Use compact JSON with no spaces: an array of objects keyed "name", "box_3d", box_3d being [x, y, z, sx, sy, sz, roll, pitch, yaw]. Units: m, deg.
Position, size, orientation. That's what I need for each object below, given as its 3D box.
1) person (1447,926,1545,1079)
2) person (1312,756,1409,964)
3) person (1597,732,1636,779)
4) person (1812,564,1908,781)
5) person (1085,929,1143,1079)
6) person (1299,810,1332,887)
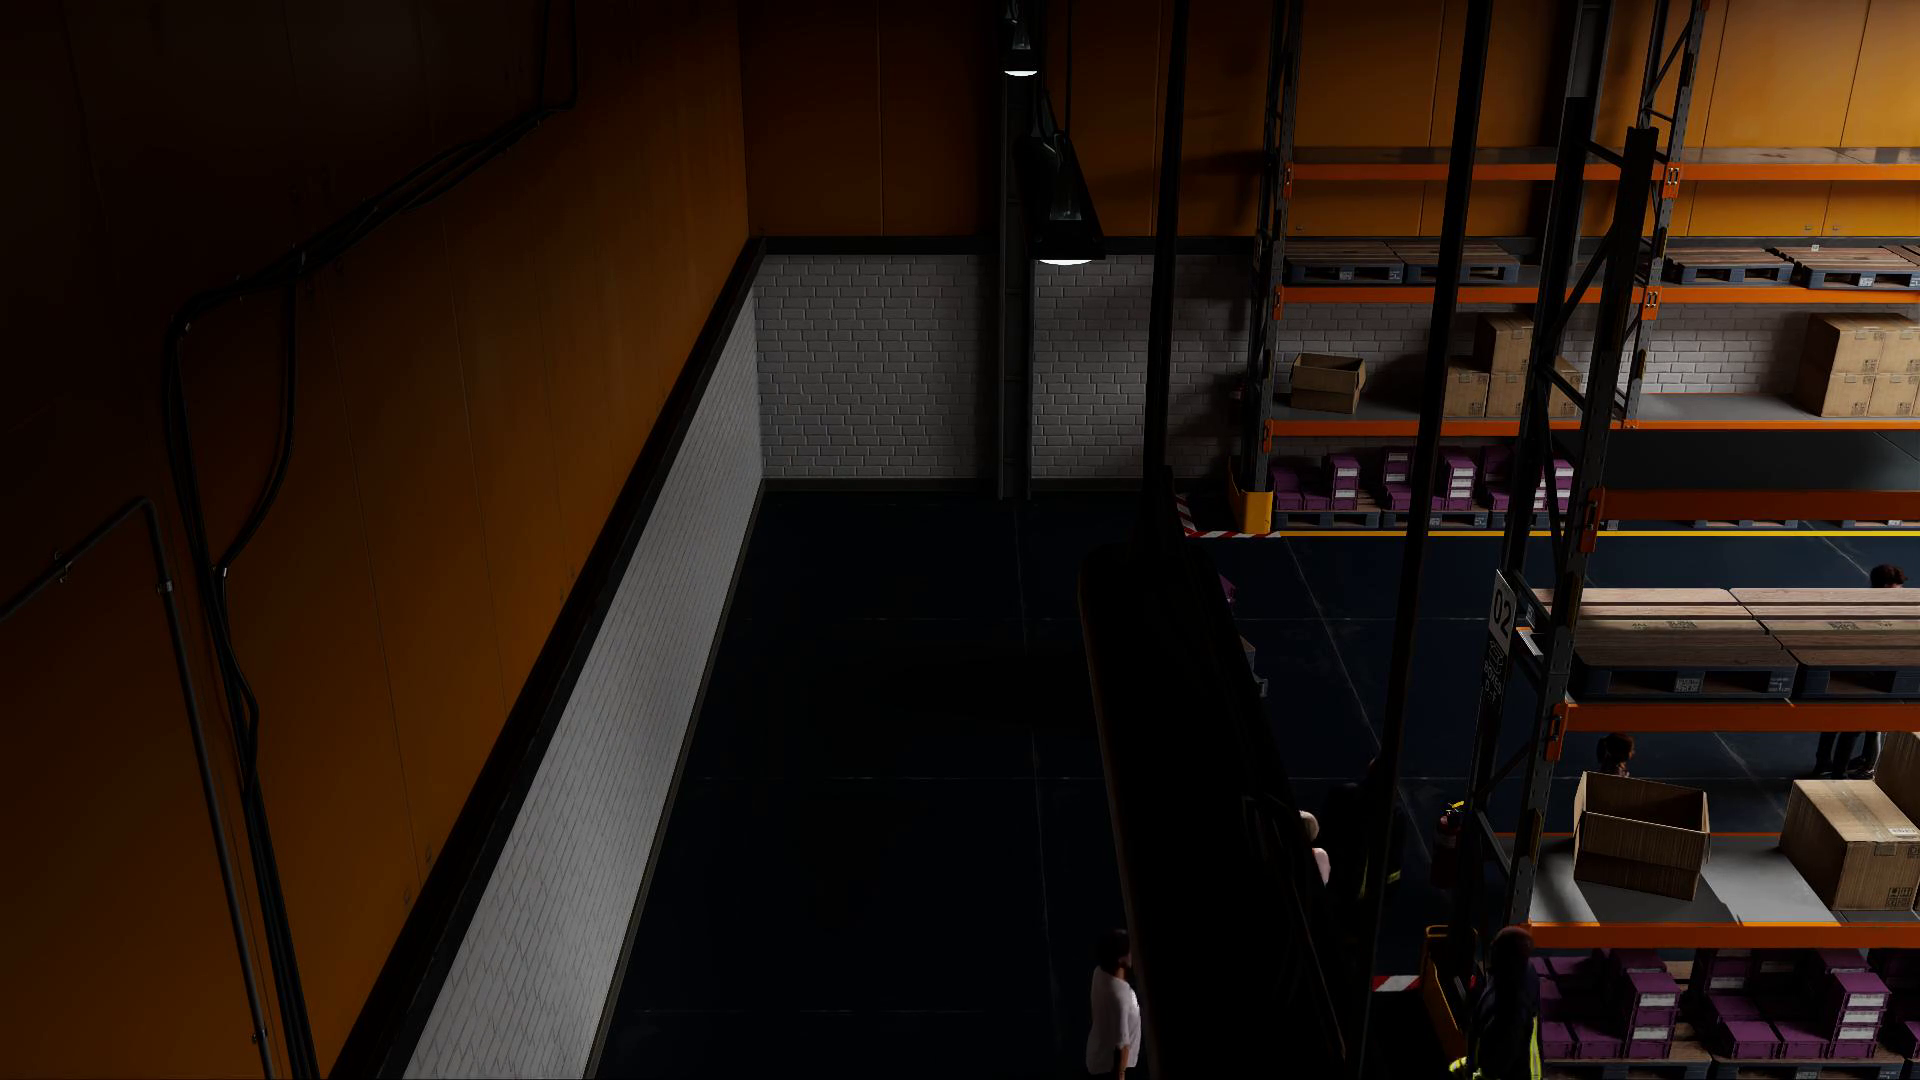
[{"name":"person","box_3d":[3.157,2.994,9.397,1.236,1.784,1.006,8,25,18]},{"name":"person","box_3d":[2.602,2.244,11.068,1.198,1.820,1.167,10,26,22]},{"name":"person","box_3d":[4.790,1.990,12.293,0.566,1.305,0.576,5,24,12]},{"name":"person","box_3d":[7.286,1.102,13.502,0.529,1.963,0.619,0,24,0]},{"name":"person","box_3d":[0.750,2.986,9.426,0.843,1.776,0.671,-2,24,-4]},{"name":"person","box_3d":[2.211,2.516,10.622,0.736,1.680,0.809,-14,27,-29]}]
